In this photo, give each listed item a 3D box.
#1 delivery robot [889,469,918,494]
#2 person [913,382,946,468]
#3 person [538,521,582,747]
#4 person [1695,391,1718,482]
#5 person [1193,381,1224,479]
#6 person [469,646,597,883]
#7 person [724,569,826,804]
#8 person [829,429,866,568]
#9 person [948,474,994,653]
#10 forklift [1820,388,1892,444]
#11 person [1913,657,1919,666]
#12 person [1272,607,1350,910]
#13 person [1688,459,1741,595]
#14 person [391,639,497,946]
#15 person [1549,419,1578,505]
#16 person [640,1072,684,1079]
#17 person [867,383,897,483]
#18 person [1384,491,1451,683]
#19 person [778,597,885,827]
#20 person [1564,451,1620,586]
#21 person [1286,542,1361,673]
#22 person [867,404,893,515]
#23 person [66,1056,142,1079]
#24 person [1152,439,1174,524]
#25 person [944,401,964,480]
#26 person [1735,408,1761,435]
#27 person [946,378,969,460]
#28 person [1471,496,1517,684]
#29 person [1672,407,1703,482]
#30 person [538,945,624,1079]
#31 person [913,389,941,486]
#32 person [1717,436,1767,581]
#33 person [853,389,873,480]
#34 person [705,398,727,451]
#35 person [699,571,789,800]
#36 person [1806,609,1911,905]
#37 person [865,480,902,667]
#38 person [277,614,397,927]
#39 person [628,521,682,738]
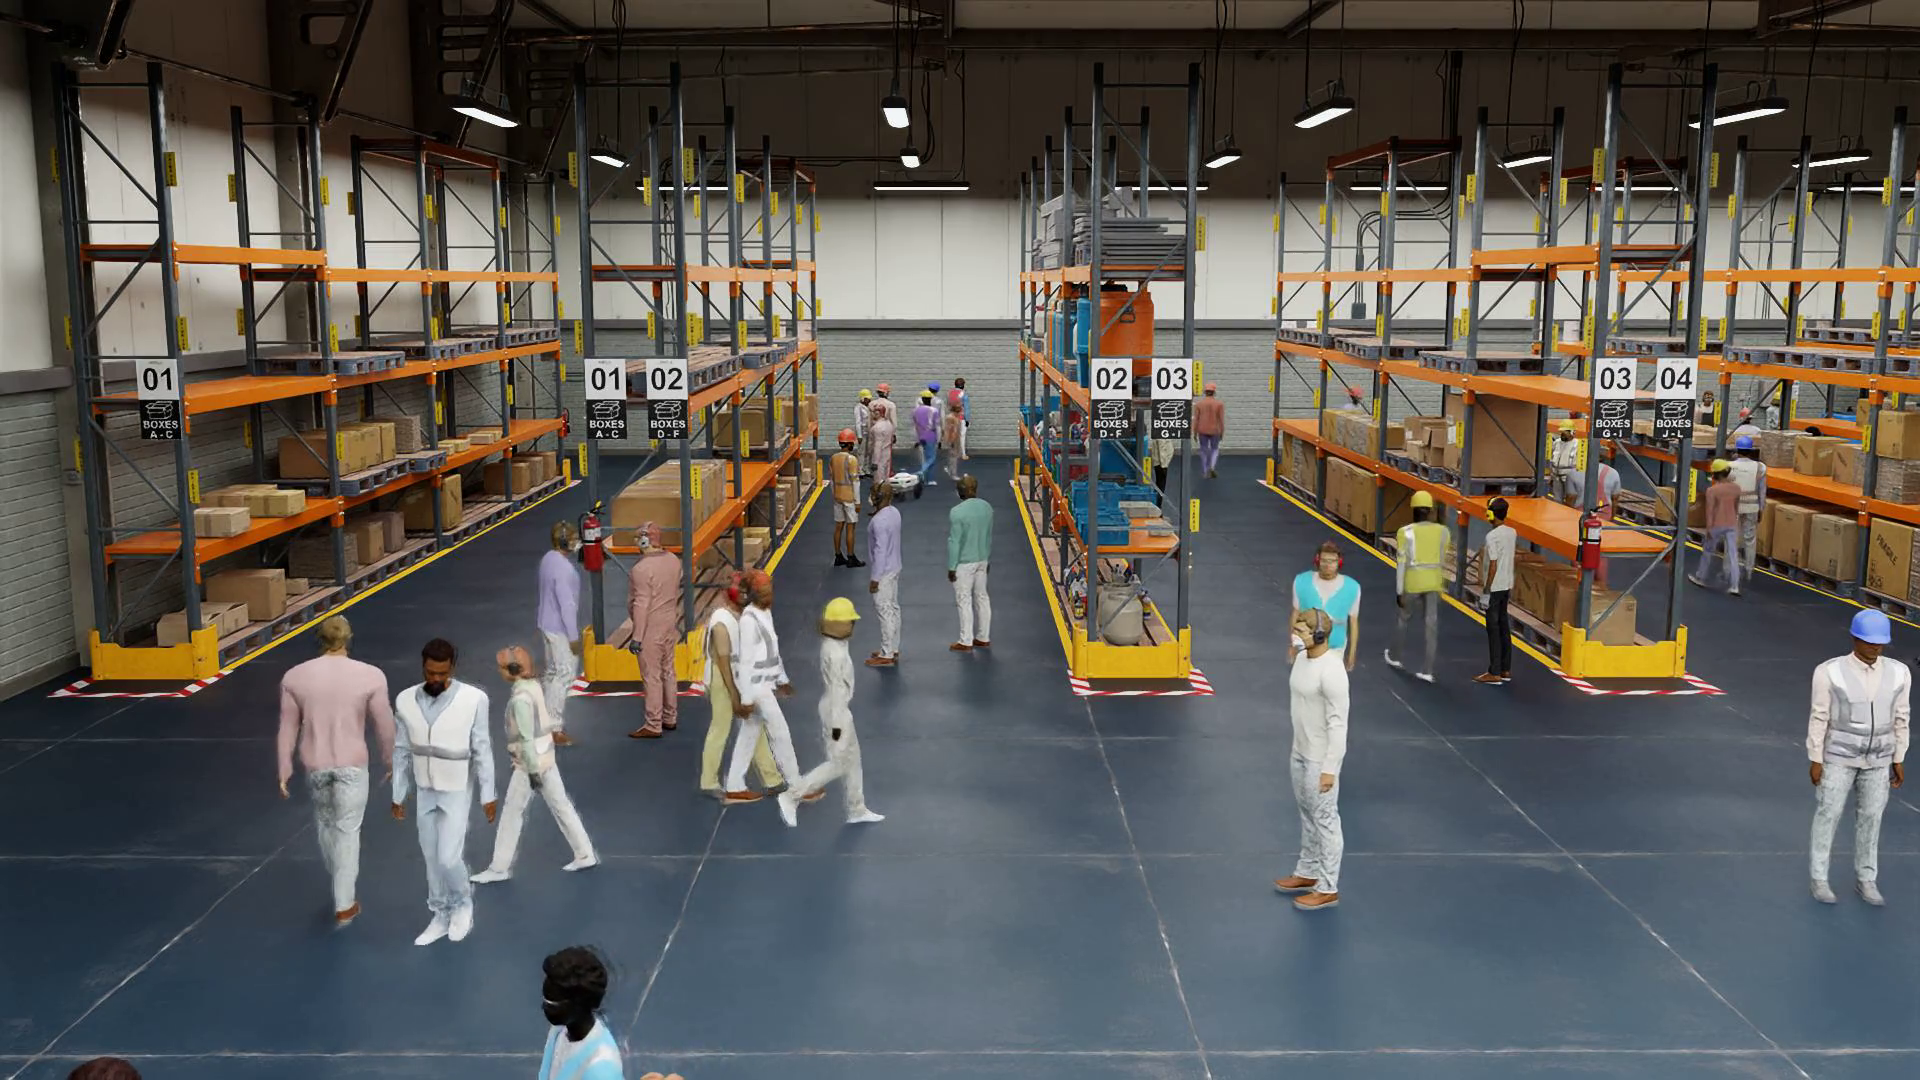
[{"bbox_3d":[-1.049,-1.057,30.405,0.477,0.478,0.707,4,9,22],"label":"delivery robot"},{"bbox_3d":[-0.629,-2.355,34.781,0.637,1.885,0.761,3,9,16],"label":"person"},{"bbox_3d":[-3.472,0.793,14.412,0.403,1.935,0.743,-5,10,-28],"label":"person"},{"bbox_3d":[14.828,-2.060,33.094,0.522,1.834,0.364,3,9,20],"label":"person"},{"bbox_3d":[5.010,-2.203,33.525,0.614,1.979,0.425,1,9,8],"label":"person"},{"bbox_3d":[-2.835,1.482,11.072,0.804,1.594,0.528,0,9,-3],"label":"person"},{"bbox_3d":[-1.440,1.121,12.587,0.784,1.848,0.580,-1,9,-5],"label":"person"},{"bbox_3d":[-1.577,-0.583,23.221,0.543,1.939,0.356,8,12,42],"label":"person"},{"bbox_3d":[0.109,0.251,17.896,0.369,1.931,0.638,8,12,42],"label":"person"},{"bbox_3d":[20.072,-3.110,36.462,1.873,2.768,1.129,0,9,0],"label":"forklift"},{"bbox_3d":[10.113,0.434,16.808,0.544,1.907,0.882,-1,9,-5],"label":"person"},{"bbox_3d":[2.264,1.380,10.597,0.375,1.939,0.628,-1,9,-9],"label":"person"},{"bbox_3d":[9.760,-0.179,21.352,0.533,1.712,0.935,-1,9,-7],"label":"person"},{"bbox_3d":[-3.091,1.507,9.922,0.669,1.890,0.466,2,9,15],"label":"person"},{"bbox_3d":[9.506,-0.983,26.133,0.404,1.831,0.600,-6,11,-35],"label":"person"},{"bbox_3d":[-0.888,2.399,4.998,0.514,1.641,0.308,-1,9,-6],"label":"person"},{"bbox_3d":[-1.523,-2.101,32.815,0.614,1.990,0.392,4,10,24],"label":"person"},{"bbox_3d":[4.620,0.445,16.801,0.586,1.875,0.952,-1,9,-5],"label":"person"},{"bbox_3d":[-0.933,1.258,12.079,0.735,1.721,0.498,-1,9,-7],"label":"person"},{"bbox_3d":[7.885,-0.276,20.918,0.688,2.000,0.535,-1,9,-4],"label":"person"},{"bbox_3d":[3.054,0.901,14.006,0.606,1.830,0.462,3,9,18],"label":"person"},{"bbox_3d":[-1.380,-1.370,28.389,0.409,1.906,0.651,2,9,15],"label":"person"},{"bbox_3d":[-2.294,2.325,4.574,0.593,1.922,0.392,-1,9,-6],"label":"person"},{"bbox_3d":[3.360,-1.248,27.370,0.415,1.985,0.610,1,9,6],"label":"person"},{"bbox_3d":[-0.104,-1.989,33.282,0.445,1.615,0.560,4,10,24],"label":"person"},{"bbox_3d":[13.826,-1.443,29.347,0.559,1.752,0.325,-2,9,-11],"label":"person"},{"bbox_3d":[-0.028,-2.719,37.324,0.624,1.835,0.431,8,12,42],"label":"person"},{"bbox_3d":[5.314,0.500,16.501,0.312,1.862,0.535,9,12,44],"label":"person"},{"bbox_3d":[14.250,-2.010,32.688,0.595,1.856,0.985,2,9,12],"label":"person"},{"bbox_3d":[-1.283,2.232,5.900,0.517,1.682,0.548,-5,10,-28],"label":"person"},{"bbox_3d":[-0.659,-1.970,32.294,0.633,1.893,0.620,6,11,34],"label":"person"},{"bbox_3d":[10.376,-0.414,22.102,0.601,1.948,0.386,1,9,8],"label":"person"},{"bbox_3d":[-1.906,-2.126,33.486,0.404,1.833,0.590,4,10,22],"label":"person"},{"bbox_3d":[-4.786,-2.114,33.152,0.552,1.909,0.743,1,9,4],"label":"person"},{"bbox_3d":[-1.626,1.126,12.645,0.871,1.803,0.578,3,9,18],"label":"person"},{"bbox_3d":[5.721,1.382,10.608,0.602,1.938,0.427,1,9,4],"label":"person"},{"bbox_3d":[-0.796,0.346,17.245,0.372,1.940,0.627,2,9,12],"label":"person"},{"bbox_3d":[-3.918,1.406,10.554,0.671,1.891,0.947,-1,9,-6],"label":"person"},{"bbox_3d":[-2.700,0.777,14.564,0.410,1.913,0.643,3,9,19],"label":"person"}]
